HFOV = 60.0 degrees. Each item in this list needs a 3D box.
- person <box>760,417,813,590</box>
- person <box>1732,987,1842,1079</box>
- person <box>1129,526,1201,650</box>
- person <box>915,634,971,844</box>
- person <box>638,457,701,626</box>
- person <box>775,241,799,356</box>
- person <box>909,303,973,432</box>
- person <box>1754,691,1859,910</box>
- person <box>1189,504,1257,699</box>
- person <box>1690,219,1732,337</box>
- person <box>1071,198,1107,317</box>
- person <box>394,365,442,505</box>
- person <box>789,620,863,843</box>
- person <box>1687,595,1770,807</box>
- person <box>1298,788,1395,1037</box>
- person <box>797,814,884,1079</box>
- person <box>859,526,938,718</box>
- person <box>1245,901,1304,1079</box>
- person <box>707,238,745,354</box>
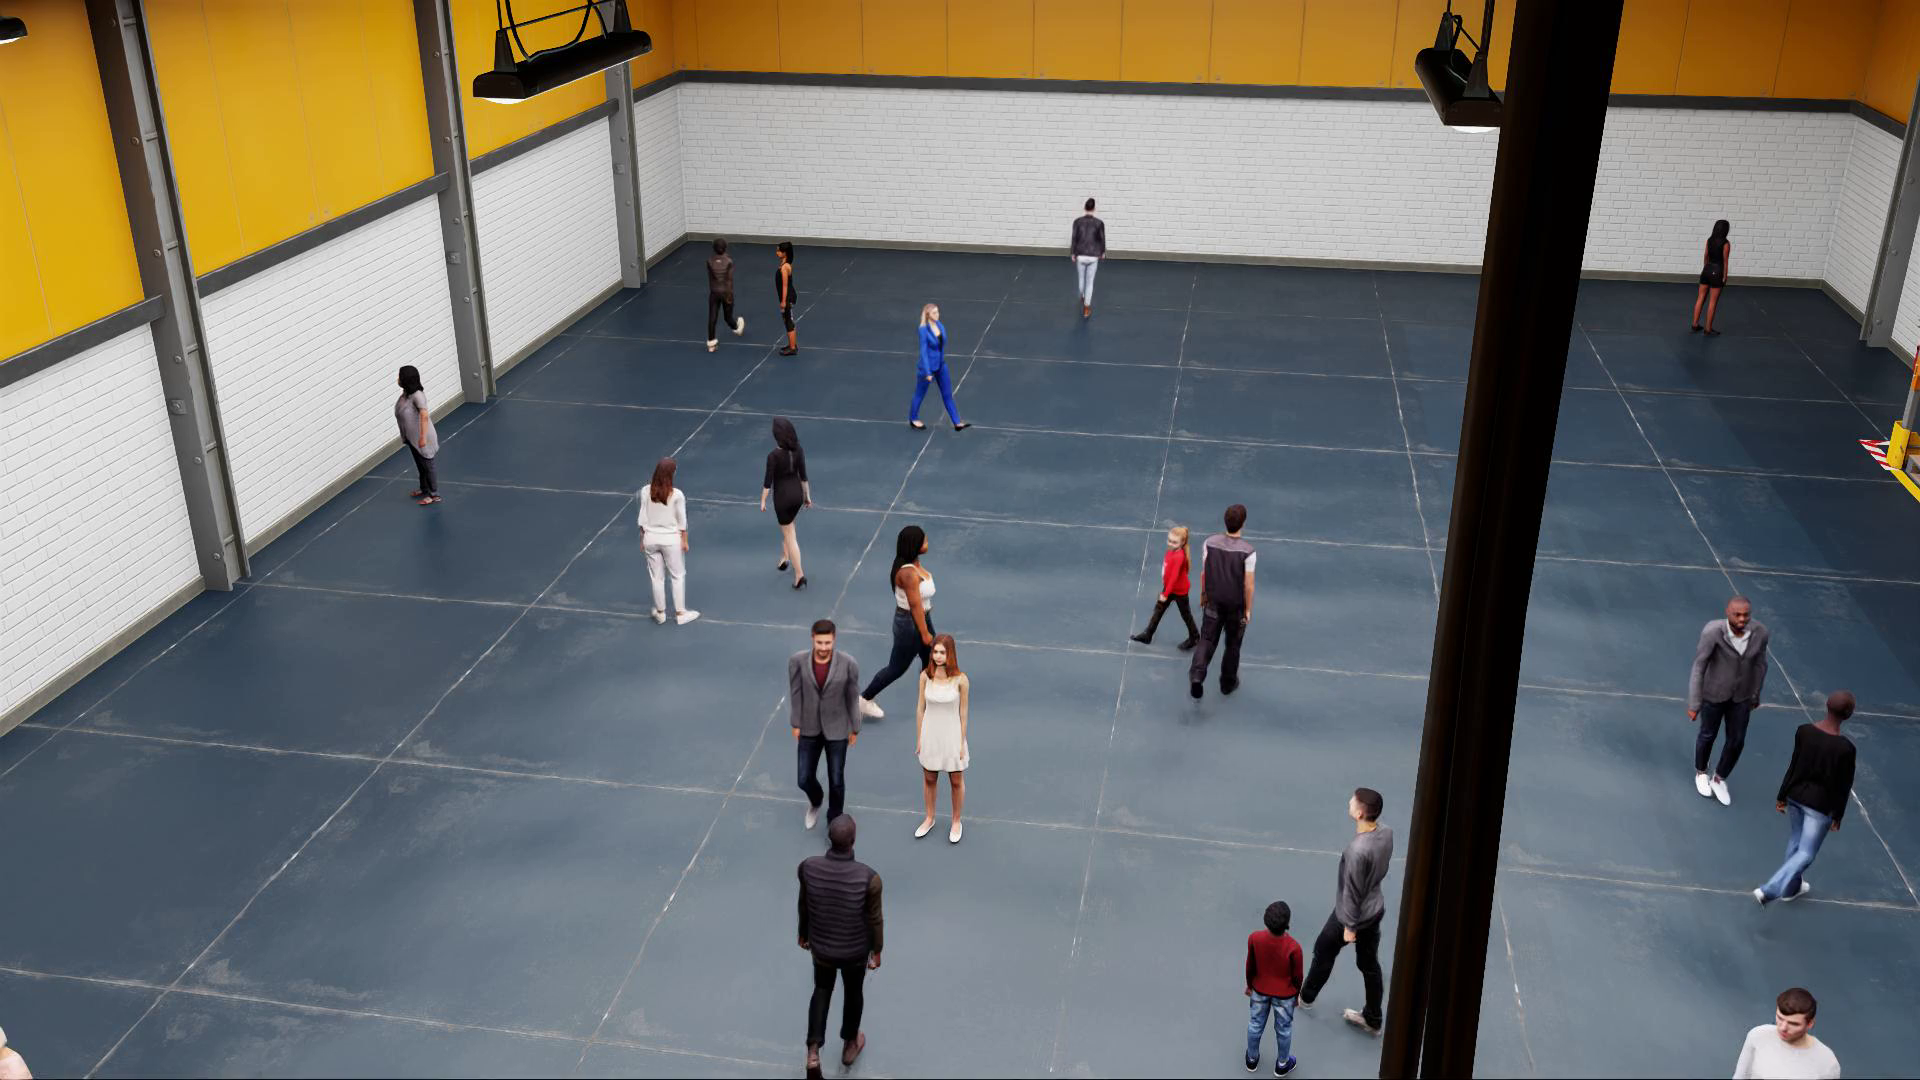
[{"bbox_3d":[-1.661,-0.327,16.653,0.927,1.782,0.956,-22,32,-40],"label":"person"},{"bbox_3d":[4.305,3.101,8.749,0.885,1.832,0.825,-21,31,-39],"label":"person"},{"bbox_3d":[2.070,0.466,15.509,0.797,1.245,0.896,-5,24,-12],"label":"person"},{"bbox_3d":[-0.128,1.482,12.602,0.568,1.711,0.547,6,24,14],"label":"person"},{"bbox_3d":[-2.869,0.003,16.026,0.698,1.680,0.571,-3,24,-6],"label":"person"},{"bbox_3d":[-2.494,-3.509,24.079,0.679,1.664,0.532,-2,24,-5],"label":"person"},{"bbox_3d":[-0.445,-2.158,20.993,1.062,1.660,1.158,18,29,35],"label":"person"},{"bbox_3d":[5.923,1.881,11.677,1.046,1.722,1.015,-16,28,-32],"label":"person"},{"bbox_3d":[2.288,0.582,14.507,0.845,1.835,1.057,13,27,27],"label":"person"},{"bbox_3d":[11.326,-3.959,25.014,0.733,1.740,0.621,-9,25,-20],"label":"person"},{"bbox_3d":[1.982,-4.359,25.857,0.703,1.798,1.121,5,24,12],"label":"person"},{"bbox_3d":[-6.152,-1.225,18.921,0.828,1.611,0.768,-15,28,-31],"label":"person"},{"bbox_3d":[-1.022,1.399,12.608,0.741,1.859,0.712,1,24,3],"label":"person"},{"bbox_3d":[6.036,1.194,13.160,0.762,1.793,0.642,2,24,4],"label":"person"},{"bbox_3d":[2.586,2.387,10.498,1.006,1.737,1.006,21,31,40],"label":"person"},{"bbox_3d":[-0.763,2.518,10.097,0.722,1.819,0.946,4,24,9],"label":"person"},{"bbox_3d":[-0.513,0.757,14.190,0.782,1.768,1.158,2,24,4],"label":"person"},{"bbox_3d":[1.933,2.757,10.254,0.546,1.256,0.547,10,25,21],"label":"person"},{"bbox_3d":[-3.480,-3.604,24.322,0.984,1.642,0.583,4,24,9],"label":"person"}]
